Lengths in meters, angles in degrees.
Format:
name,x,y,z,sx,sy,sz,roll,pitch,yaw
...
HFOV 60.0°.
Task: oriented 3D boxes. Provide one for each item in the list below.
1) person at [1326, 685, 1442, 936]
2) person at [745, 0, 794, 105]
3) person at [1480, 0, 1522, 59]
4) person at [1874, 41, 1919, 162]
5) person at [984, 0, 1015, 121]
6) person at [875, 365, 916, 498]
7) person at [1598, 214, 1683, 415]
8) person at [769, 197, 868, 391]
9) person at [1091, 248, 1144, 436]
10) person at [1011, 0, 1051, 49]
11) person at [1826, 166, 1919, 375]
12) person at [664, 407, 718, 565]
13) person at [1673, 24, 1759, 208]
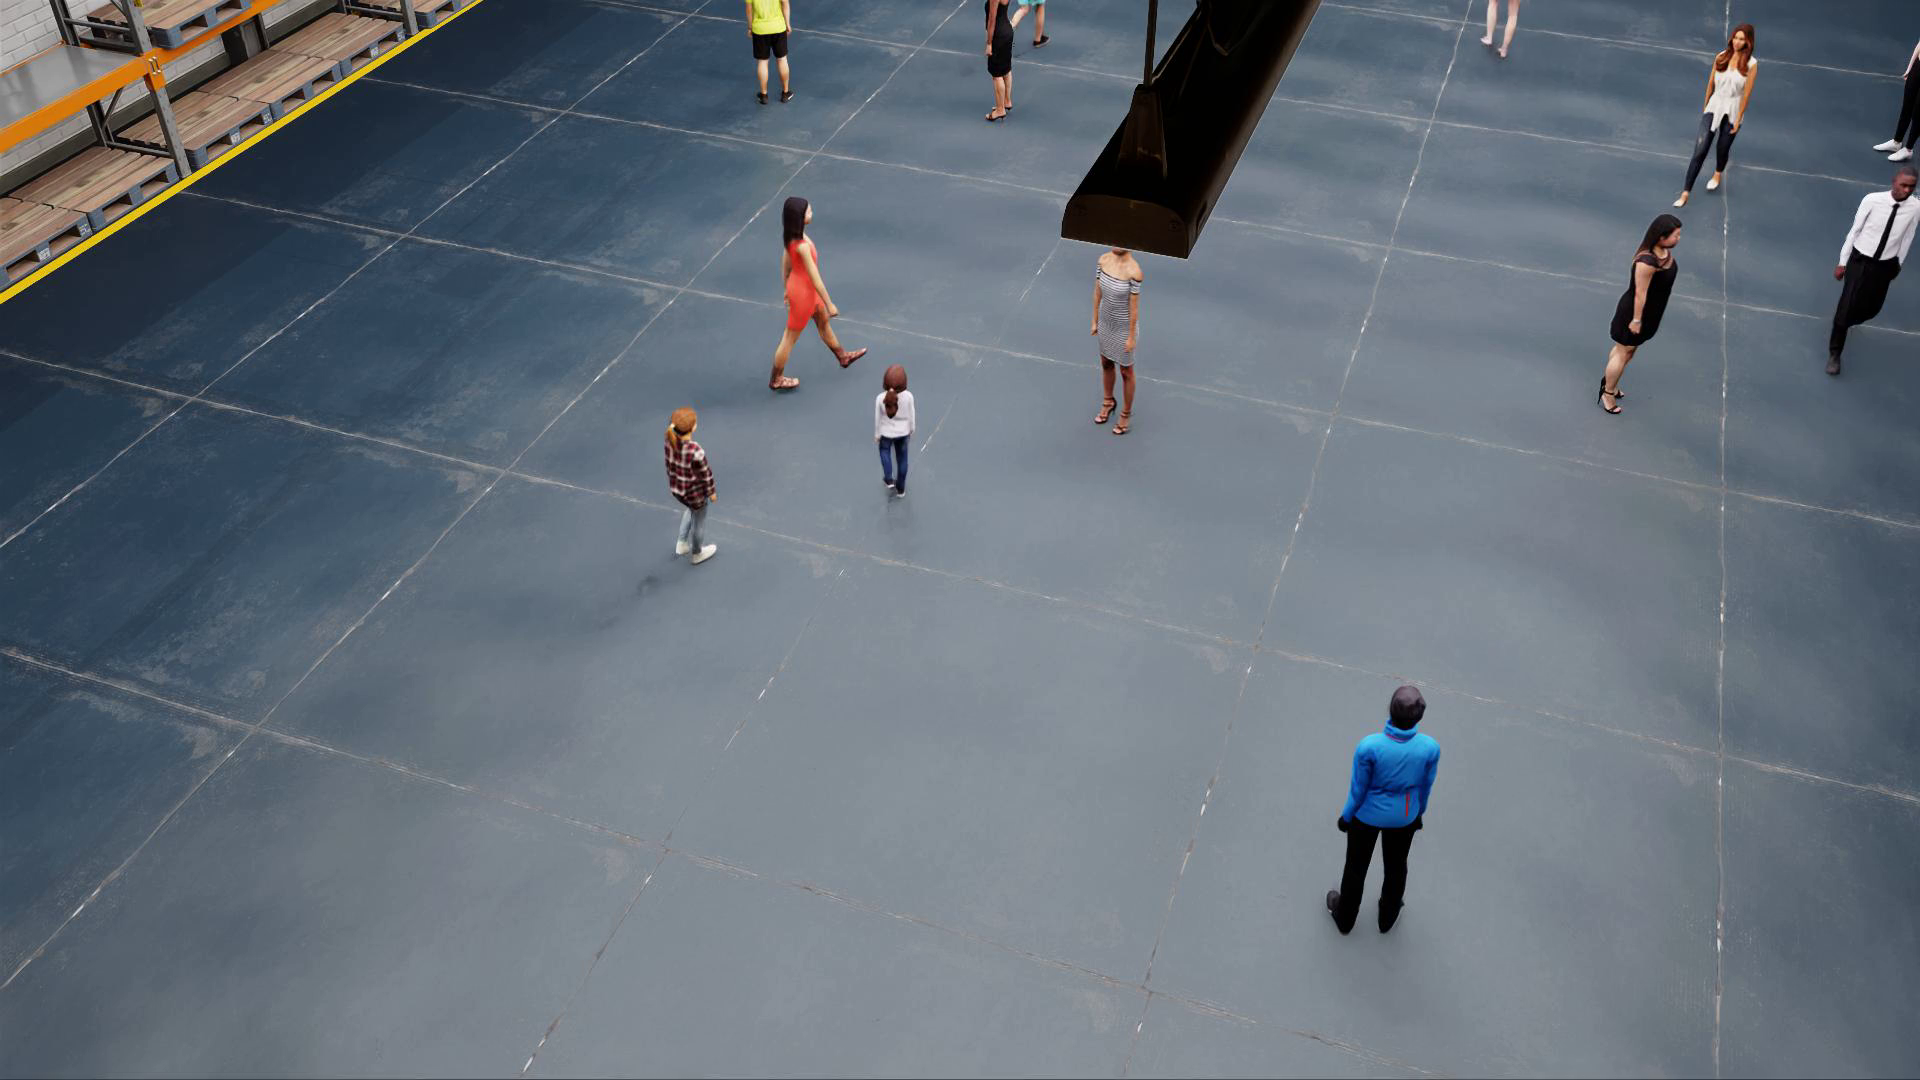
name,x,y,z,sx,sy,sz,roll,pitch,yaw
person,2.302,1.492,9.031,0.684,1.794,0.655,-1,39,-1
person,-2.058,-5.553,17.923,0.698,1.706,0.681,-3,39,-4
person,6.279,-6.335,18.869,0.687,1.748,0.816,4,39,5
person,9.780,-4.702,16.830,0.729,1.741,0.619,-5,39,-7
person,0.427,-5.304,17.581,0.650,1.743,0.482,17,42,20
person,-0.484,-0.798,12.453,0.540,1.102,0.582,-5,39,-7
person,5.392,-1.816,13.235,0.742,1.717,0.558,17,42,20
person,-1.347,-1.922,13.409,1.113,1.665,1.104,-13,40,-16
person,1.242,-1.644,12.939,0.653,1.817,0.647,30,47,32
person,0.768,-6.365,19.070,1.010,1.544,0.791,-31,48,-33
person,7.516,-2.296,13.761,0.672,1.811,0.982,11,40,13
person,-1.945,-0.346,11.729,0.603,1.299,0.614,28,46,30
person,7.427,-4.114,16.094,0.833,1.740,1.198,27,46,29
